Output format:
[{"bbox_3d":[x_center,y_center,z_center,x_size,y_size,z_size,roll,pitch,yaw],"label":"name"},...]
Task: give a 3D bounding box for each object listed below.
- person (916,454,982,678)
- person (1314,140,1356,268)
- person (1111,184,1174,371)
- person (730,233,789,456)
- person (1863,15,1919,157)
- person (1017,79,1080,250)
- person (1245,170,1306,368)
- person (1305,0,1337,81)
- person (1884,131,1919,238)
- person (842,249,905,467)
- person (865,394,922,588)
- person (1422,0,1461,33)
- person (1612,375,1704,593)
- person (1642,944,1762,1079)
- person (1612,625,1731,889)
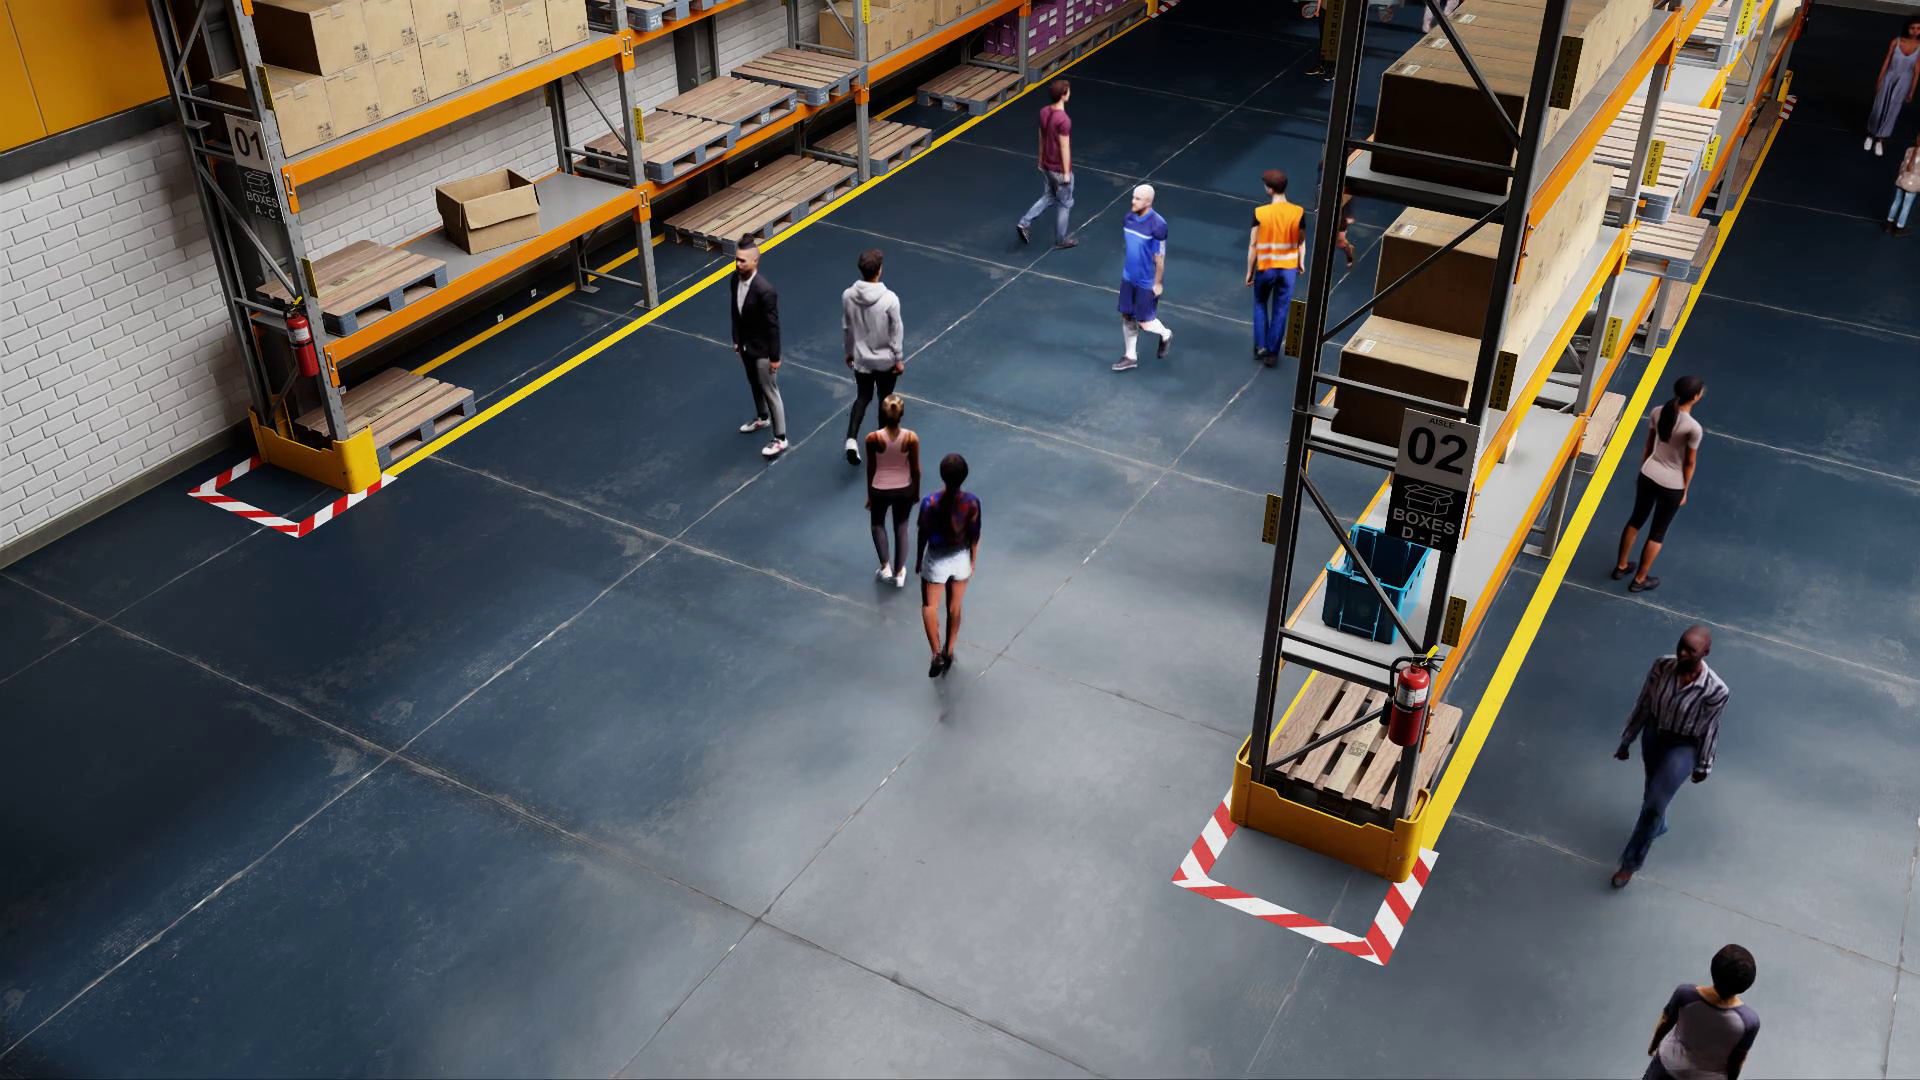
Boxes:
[{"bbox_3d":[-0.080,0.228,11.457,0.851,1.729,0.952,-4,34,-7],"label":"person"},{"bbox_3d":[3.815,-3.317,16.892,0.726,1.617,0.912,22,39,29],"label":"person"},{"bbox_3d":[1.741,-2.415,15.347,0.977,1.824,0.857,-23,40,-31],"label":"person"},{"bbox_3d":[-1.700,-1.698,14.157,0.780,1.948,0.820,-27,42,-35],"label":"person"},{"bbox_3d":[11.318,-5.532,20.164,0.644,1.683,0.714,12,35,17],"label":"person"},{"bbox_3d":[0.952,-3.948,17.643,1.063,1.837,0.919,-18,38,-25],"label":"person"},{"bbox_3d":[2.920,-2.460,15.381,0.839,1.863,0.862,6,34,9],"label":"person"},{"bbox_3d":[5.053,-7.195,22.515,0.717,1.852,0.741,-22,39,-29],"label":"person"},{"bbox_3d":[10.371,-3.912,18.171,0.621,1.192,0.567,-10,35,-15],"label":"person"},{"bbox_3d":[-0.749,-1.481,13.865,0.811,1.910,1.104,11,35,16],"label":"person"},{"bbox_3d":[-0.503,-0.320,12.368,0.692,1.634,0.733,-2,34,-3],"label":"person"},{"bbox_3d":[6.982,-8.202,24.206,0.862,1.656,0.802,-9,35,-13],"label":"person"},{"bbox_3d":[5.235,-0.425,12.432,0.717,1.737,0.690,-16,37,-23],"label":"person"},{"bbox_3d":[3.536,2.603,8.066,0.563,1.529,0.993,17,37,23],"label":"person"},{"bbox_3d":[4.286,1.213,9.942,1.017,1.766,0.863,-23,40,-31],"label":"person"}]
